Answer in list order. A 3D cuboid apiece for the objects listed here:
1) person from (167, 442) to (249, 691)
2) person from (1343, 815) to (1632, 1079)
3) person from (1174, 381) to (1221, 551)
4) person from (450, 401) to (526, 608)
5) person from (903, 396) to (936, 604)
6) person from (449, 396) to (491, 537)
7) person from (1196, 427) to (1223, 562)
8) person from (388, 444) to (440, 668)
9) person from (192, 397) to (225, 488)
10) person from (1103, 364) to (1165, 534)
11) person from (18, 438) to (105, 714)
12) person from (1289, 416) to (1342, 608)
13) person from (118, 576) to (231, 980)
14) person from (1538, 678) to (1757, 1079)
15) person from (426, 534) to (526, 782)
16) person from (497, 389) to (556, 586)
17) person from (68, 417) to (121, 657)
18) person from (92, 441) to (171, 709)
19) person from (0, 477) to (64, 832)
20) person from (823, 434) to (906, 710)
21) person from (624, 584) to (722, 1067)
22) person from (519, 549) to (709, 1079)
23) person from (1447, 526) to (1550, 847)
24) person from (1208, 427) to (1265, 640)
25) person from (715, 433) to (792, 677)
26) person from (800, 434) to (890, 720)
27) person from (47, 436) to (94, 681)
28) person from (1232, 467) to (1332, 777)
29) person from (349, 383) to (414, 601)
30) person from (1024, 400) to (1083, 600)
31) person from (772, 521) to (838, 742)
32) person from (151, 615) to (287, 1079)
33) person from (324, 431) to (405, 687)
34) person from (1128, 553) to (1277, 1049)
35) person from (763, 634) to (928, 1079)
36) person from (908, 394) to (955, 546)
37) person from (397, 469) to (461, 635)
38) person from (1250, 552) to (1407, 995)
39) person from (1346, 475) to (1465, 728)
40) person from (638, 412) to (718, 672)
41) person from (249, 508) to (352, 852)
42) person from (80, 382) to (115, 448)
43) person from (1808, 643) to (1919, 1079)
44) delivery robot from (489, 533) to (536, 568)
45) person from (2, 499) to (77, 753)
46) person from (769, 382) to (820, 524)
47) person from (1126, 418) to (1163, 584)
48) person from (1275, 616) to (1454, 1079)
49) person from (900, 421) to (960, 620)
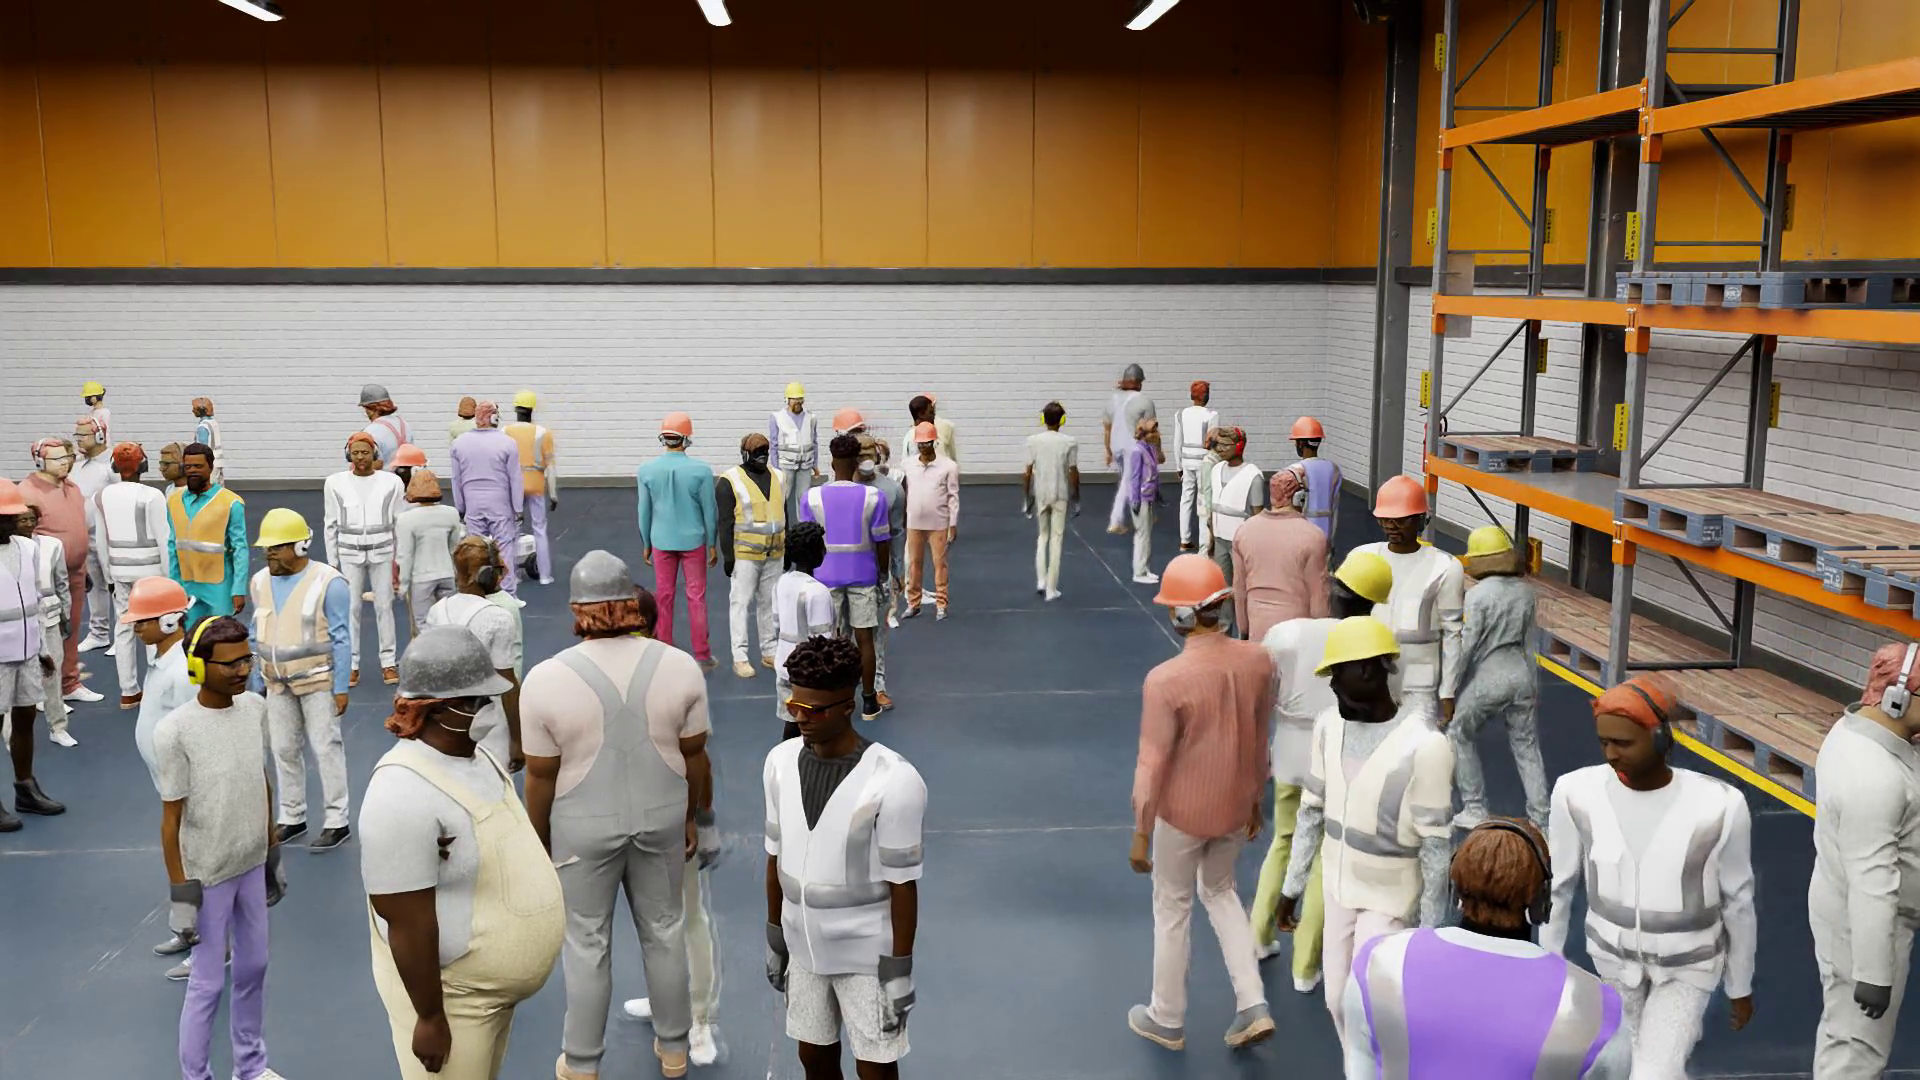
[{"bbox_3d":[-5.032,0.301,11.143,0.596,1.920,0.379,3,9,17],"label":"person"},{"bbox_3d":[1.176,1.522,3.771,0.618,1.836,0.431,5,10,28],"label":"person"},{"bbox_3d":[2.604,-0.792,18.131,0.572,1.883,0.356,7,12,39],"label":"person"},{"bbox_3d":[-4.232,-0.302,15.001,0.651,1.898,0.403,1,9,6],"label":"person"},{"bbox_3d":[-0.387,-0.372,15.384,0.391,1.917,0.588,0,9,-2],"label":"person"},{"bbox_3d":[-5.633,-0.836,19.172,0.507,1.636,0.273,3,9,16],"label":"person"},{"bbox_3d":[2.325,-0.220,15.298,0.308,1.640,0.511,3,9,17],"label":"person"},{"bbox_3d":[-4.148,0.141,12.657,0.333,1.755,0.564,-8,12,-40],"label":"person"},{"bbox_3d":[-8.632,-0.825,19.136,0.316,1.633,0.514,-2,9,-10],"label":"person"},{"bbox_3d":[2.044,-1.106,19.603,1.036,2.000,0.688,-7,12,-38],"label":"person"},{"bbox_3d":[-6.268,0.238,11.579,0.400,1.910,0.643,1,9,8],"label":"person"},{"bbox_3d":[2.711,-0.003,13.033,0.546,1.928,0.385,-5,10,-29],"label":"person"},{"bbox_3d":[-3.410,1.013,7.227,0.348,1.743,0.565,-6,11,-35],"label":"person"},{"bbox_3d":[2.063,1.312,5.056,0.596,1.831,0.958,7,11,38],"label":"person"},{"bbox_3d":[-2.220,0.892,7.691,0.506,1.840,0.351,5,10,29],"label":"person"},{"bbox_3d":[-4.230,-0.506,16.204,0.596,1.925,0.390,0,9,-2],"label":"person"},{"bbox_3d":[-6.869,-0.029,13.260,0.641,1.909,0.409,4,10,23],"label":"person"},{"bbox_3d":[-5.703,0.251,11.572,0.575,1.884,0.355,2,9,12],"label":"person"},{"bbox_3d":[-5.214,0.615,9.125,0.378,1.933,0.551,3,9,17],"label":"person"},{"bbox_3d":[-0.672,0.230,11.532,0.627,1.941,0.372,-3,10,-19],"label":"person"},{"bbox_3d":[-1.138,1.093,6.464,0.340,1.837,0.654,-9,12,-43],"label":"person"},{"bbox_3d":[-1.300,1.030,6.189,0.682,2.000,0.538,-5,10,-26],"label":"person"},{"bbox_3d":[2.853,0.782,8.835,0.502,1.686,0.684,-4,10,-26],"label":"person"},{"bbox_3d":[2.181,0.021,13.132,0.384,1.845,0.565,-5,10,-29],"label":"person"},{"bbox_3d":[-1.538,0.104,12.628,0.630,1.843,0.429,-8,12,-42],"label":"person"},{"bbox_3d":[-0.778,0.256,11.300,0.613,1.957,0.391,-1,9,-4],"label":"person"},{"bbox_3d":[-6.711,0.147,12.415,0.507,1.842,0.337,9,13,44],"label":"person"},{"bbox_3d":[1.918,0.522,9.795,0.404,1.911,0.636,-9,13,-44],"label":"person"},{"bbox_3d":[-5.424,-0.458,15.532,0.536,2.000,0.677,2,9,10],"label":"person"},{"bbox_3d":[0.886,-0.379,15.625,0.504,1.854,0.627,3,10,20],"label":"person"},{"bbox_3d":[-0.835,0.736,9.115,0.318,1.697,0.535,-6,11,-34],"label":"person"},{"bbox_3d":[-2.586,1.174,5.854,0.314,1.861,0.510,3,10,20],"label":"person"},{"bbox_3d":[-4.376,0.141,12.268,0.573,1.883,0.353,-3,10,-19],"label":"person"},{"bbox_3d":[0.923,1.026,6.391,0.639,1.986,0.550,-6,11,-33],"label":"person"},{"bbox_3d":[-0.372,1.244,5.128,0.598,1.958,0.372,6,11,34],"label":"person"},{"bbox_3d":[-0.321,-0.793,18.703,0.581,1.687,0.868,-2,9,-15],"label":"person"},{"bbox_3d":[-3.829,0.302,12.038,0.266,1.631,0.507,8,12,40],"label":"person"},{"bbox_3d":[1.517,0.980,7.058,0.695,1.878,0.472,4,10,21],"label":"person"},{"bbox_3d":[2.175,0.693,8.302,0.615,2.043,0.373,5,10,30],"label":"person"},{"bbox_3d":[-2.134,0.021,12.666,0.611,1.996,0.378,1,9,5],"label":"person"},{"bbox_3d":[-3.472,0.733,8.749,0.606,1.824,0.404,3,9,17],"label":"person"},{"bbox_3d":[-10.328,-1.023,19.975,0.338,1.761,0.524,-9,13,-44],"label":"person"},{"bbox_3d":[2.913,1.248,5.298,0.401,1.894,0.653,4,10,25],"label":"person"},{"bbox_3d":[-4.509,0.094,16.428,0.477,0.478,0.707,5,11,30],"label":"delivery robot"},{"bbox_3d":[-5.890,0.545,10.520,0.313,1.631,0.517,7,11,38],"label":"person"},{"bbox_3d":[-1.848,-0.858,18.691,0.589,1.834,0.403,-5,10,-29],"label":"person"},{"bbox_3d":[1.814,-0.392,16.409,0.365,1.627,0.522,3,9,16],"label":"person"},{"bbox_3d":[1.324,1.215,5.590,0.694,1.874,0.645,-5,10,-29],"label":"person"},{"bbox_3d":[-0.290,-0.168,14.609,0.572,1.751,0.329,2,9,14],"label":"person"}]
